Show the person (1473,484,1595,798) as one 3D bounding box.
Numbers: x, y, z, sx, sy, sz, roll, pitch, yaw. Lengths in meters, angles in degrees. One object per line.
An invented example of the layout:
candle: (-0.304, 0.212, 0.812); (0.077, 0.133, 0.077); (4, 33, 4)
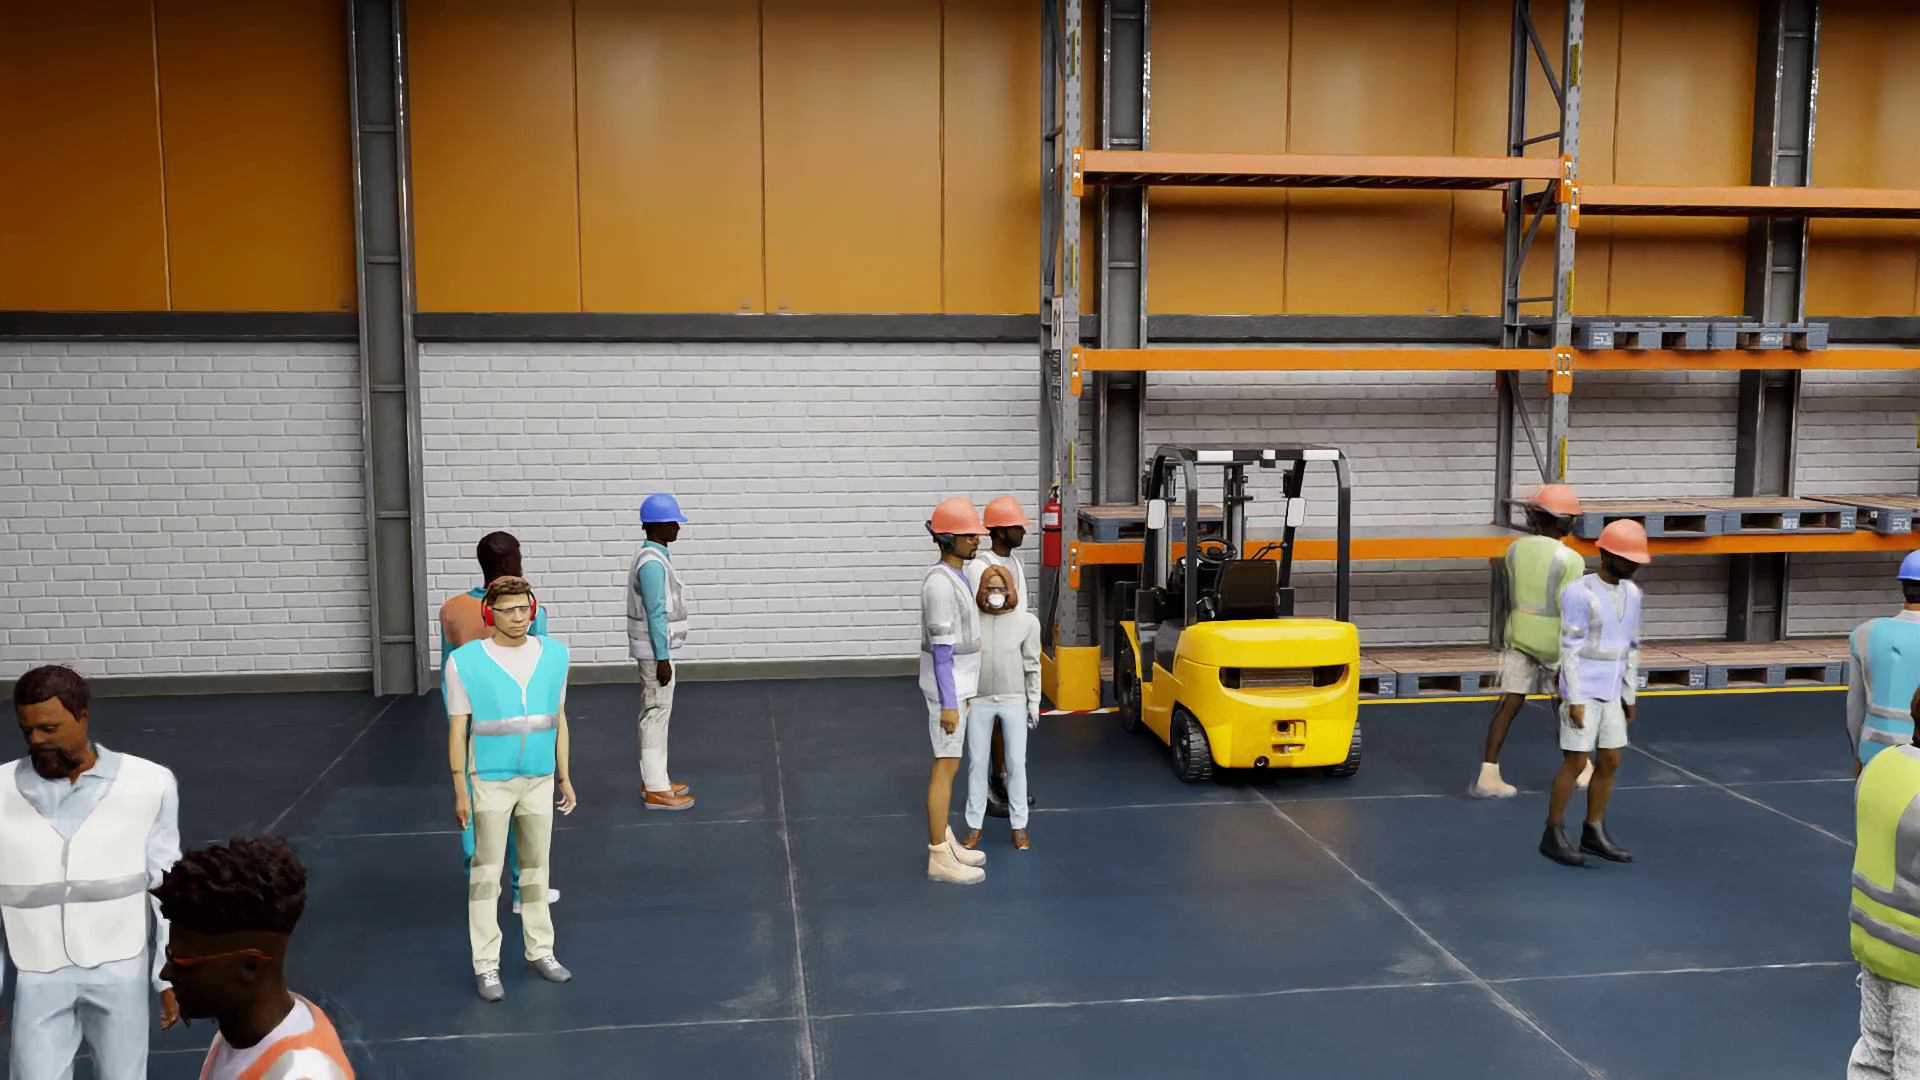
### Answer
person: (3.686, 0.637, 10.485); (1.053, 1.993, 0.610); (-4, 8, -32)

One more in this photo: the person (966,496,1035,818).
person: (0.263, 0.700, 10.128); (0.355, 1.939, 0.552); (4, 7, 28)

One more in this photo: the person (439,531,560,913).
person: (-2.322, 0.916, 8.347); (0.590, 1.916, 0.391); (2, 7, 16)

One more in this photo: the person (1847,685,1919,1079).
person: (3.010, 1.322, 5.173); (0.431, 1.835, 0.623); (1, 7, 5)

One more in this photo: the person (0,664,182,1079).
person: (-2.663, 1.305, 5.038); (0.594, 1.898, 0.443); (-3, 7, -23)

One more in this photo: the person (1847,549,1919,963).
person: (4.298, 1.001, 7.495); (0.395, 1.941, 0.601); (-3, 7, -28)

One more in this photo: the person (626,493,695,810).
person: (-1.859, 0.678, 10.284); (0.391, 1.948, 0.605); (-2, 7, -13)

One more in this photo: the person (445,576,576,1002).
person: (-1.976, 1.065, 7.338); (0.565, 1.846, 0.390); (-6, 9, -41)

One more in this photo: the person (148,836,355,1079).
person: (-1.205, 1.497, 3.156); (0.720, 1.945, 0.609); (-4, 7, -28)

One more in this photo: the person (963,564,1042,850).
person: (0.210, 0.940, 9.403); (0.504, 1.628, 0.280); (1, 7, 5)

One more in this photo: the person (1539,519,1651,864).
person: (3.508, 0.830, 9.104); (0.576, 1.910, 0.492); (-4, 8, -30)

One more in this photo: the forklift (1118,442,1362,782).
forklift: (1.912, 0.418, 11.496); (1.214, 2.155, 2.313); (-1, 7, -8)

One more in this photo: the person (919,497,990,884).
person: (-0.027, 0.790, 8.893); (0.375, 2.044, 0.605); (0, 7, 4)
